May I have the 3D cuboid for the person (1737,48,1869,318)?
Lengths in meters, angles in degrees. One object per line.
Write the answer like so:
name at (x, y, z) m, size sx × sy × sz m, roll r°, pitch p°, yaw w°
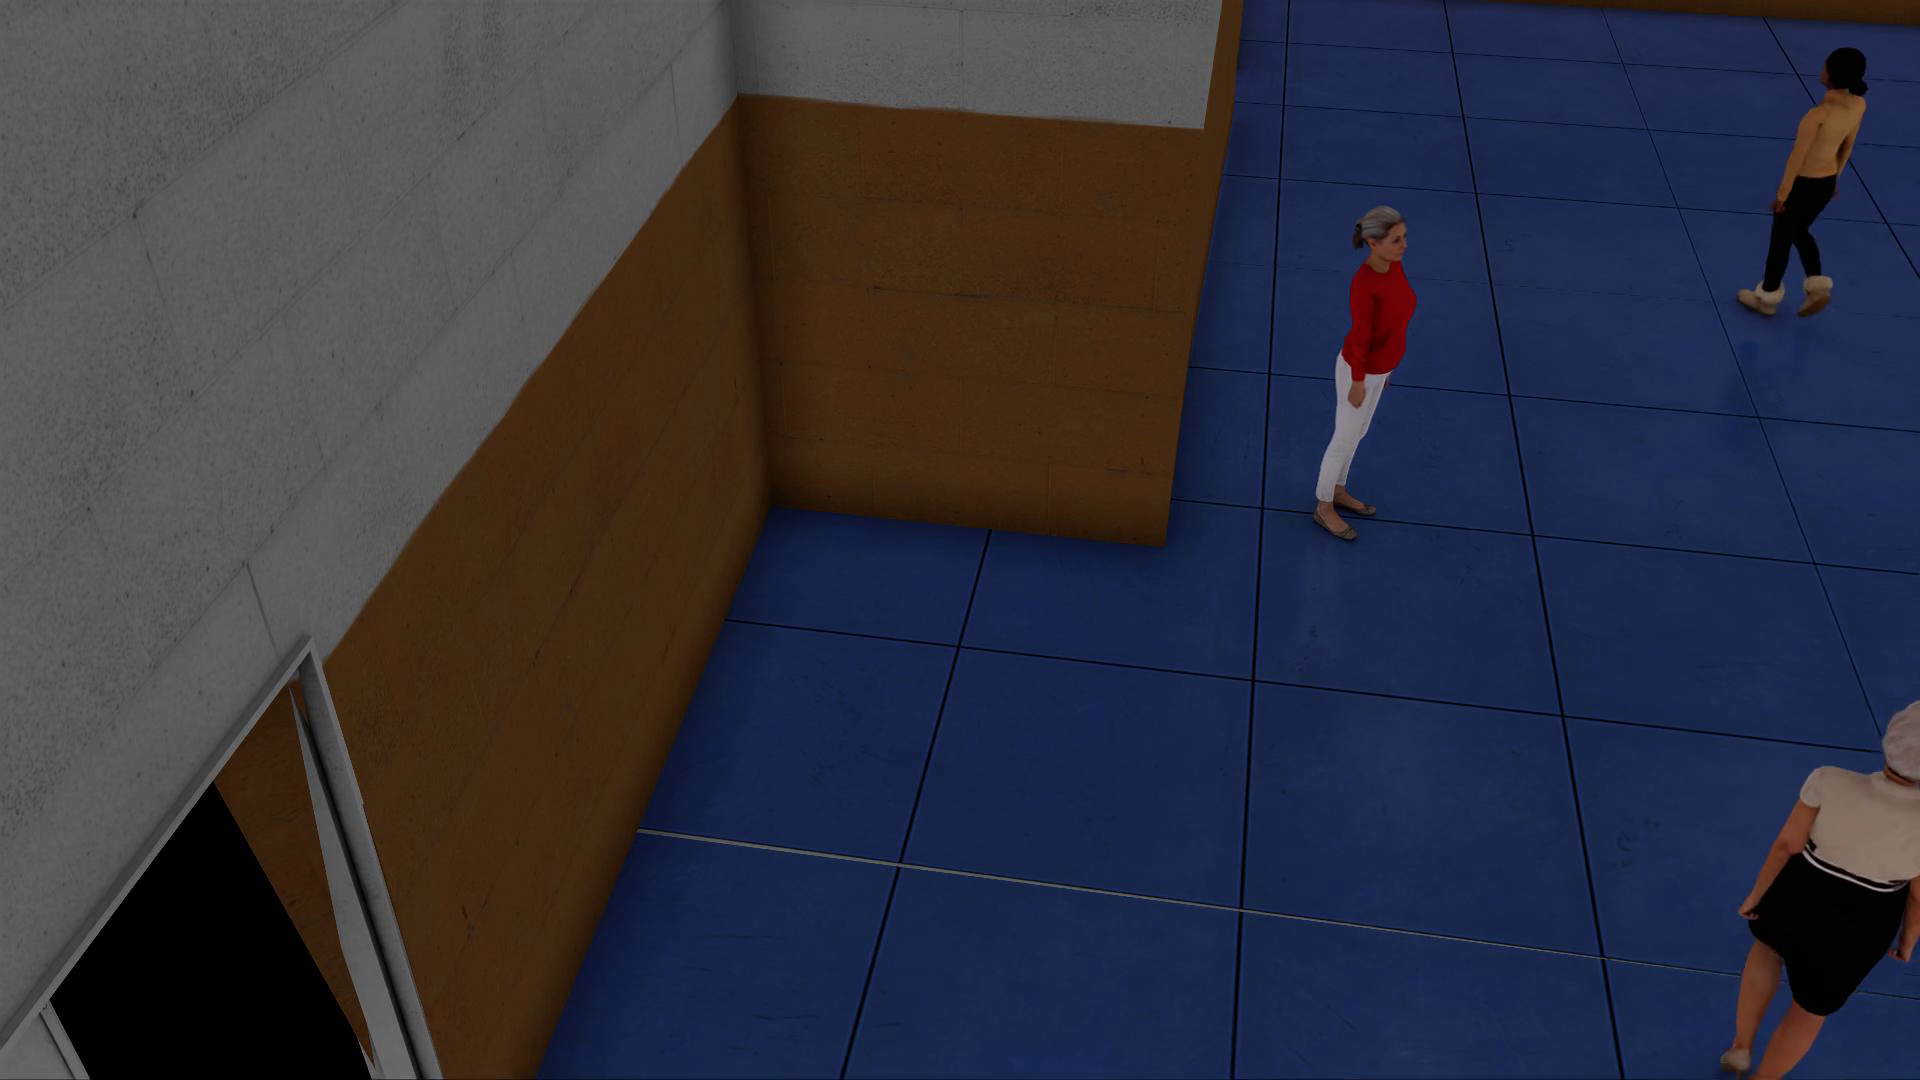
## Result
person at (4.924, -1.991, 9.527) m, size 0.868 × 1.652 × 0.887 m, roll -13°, pitch 39°, yaw -17°

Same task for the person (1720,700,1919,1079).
person at (2.657, 1.237, 5.154) m, size 0.760 × 1.739 × 0.839 m, roll 24°, pitch 43°, yaw 28°

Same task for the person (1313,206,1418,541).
person at (1.917, -0.799, 7.905) m, size 0.656 × 1.694 × 0.635 m, roll 22°, pitch 42°, yaw 26°
